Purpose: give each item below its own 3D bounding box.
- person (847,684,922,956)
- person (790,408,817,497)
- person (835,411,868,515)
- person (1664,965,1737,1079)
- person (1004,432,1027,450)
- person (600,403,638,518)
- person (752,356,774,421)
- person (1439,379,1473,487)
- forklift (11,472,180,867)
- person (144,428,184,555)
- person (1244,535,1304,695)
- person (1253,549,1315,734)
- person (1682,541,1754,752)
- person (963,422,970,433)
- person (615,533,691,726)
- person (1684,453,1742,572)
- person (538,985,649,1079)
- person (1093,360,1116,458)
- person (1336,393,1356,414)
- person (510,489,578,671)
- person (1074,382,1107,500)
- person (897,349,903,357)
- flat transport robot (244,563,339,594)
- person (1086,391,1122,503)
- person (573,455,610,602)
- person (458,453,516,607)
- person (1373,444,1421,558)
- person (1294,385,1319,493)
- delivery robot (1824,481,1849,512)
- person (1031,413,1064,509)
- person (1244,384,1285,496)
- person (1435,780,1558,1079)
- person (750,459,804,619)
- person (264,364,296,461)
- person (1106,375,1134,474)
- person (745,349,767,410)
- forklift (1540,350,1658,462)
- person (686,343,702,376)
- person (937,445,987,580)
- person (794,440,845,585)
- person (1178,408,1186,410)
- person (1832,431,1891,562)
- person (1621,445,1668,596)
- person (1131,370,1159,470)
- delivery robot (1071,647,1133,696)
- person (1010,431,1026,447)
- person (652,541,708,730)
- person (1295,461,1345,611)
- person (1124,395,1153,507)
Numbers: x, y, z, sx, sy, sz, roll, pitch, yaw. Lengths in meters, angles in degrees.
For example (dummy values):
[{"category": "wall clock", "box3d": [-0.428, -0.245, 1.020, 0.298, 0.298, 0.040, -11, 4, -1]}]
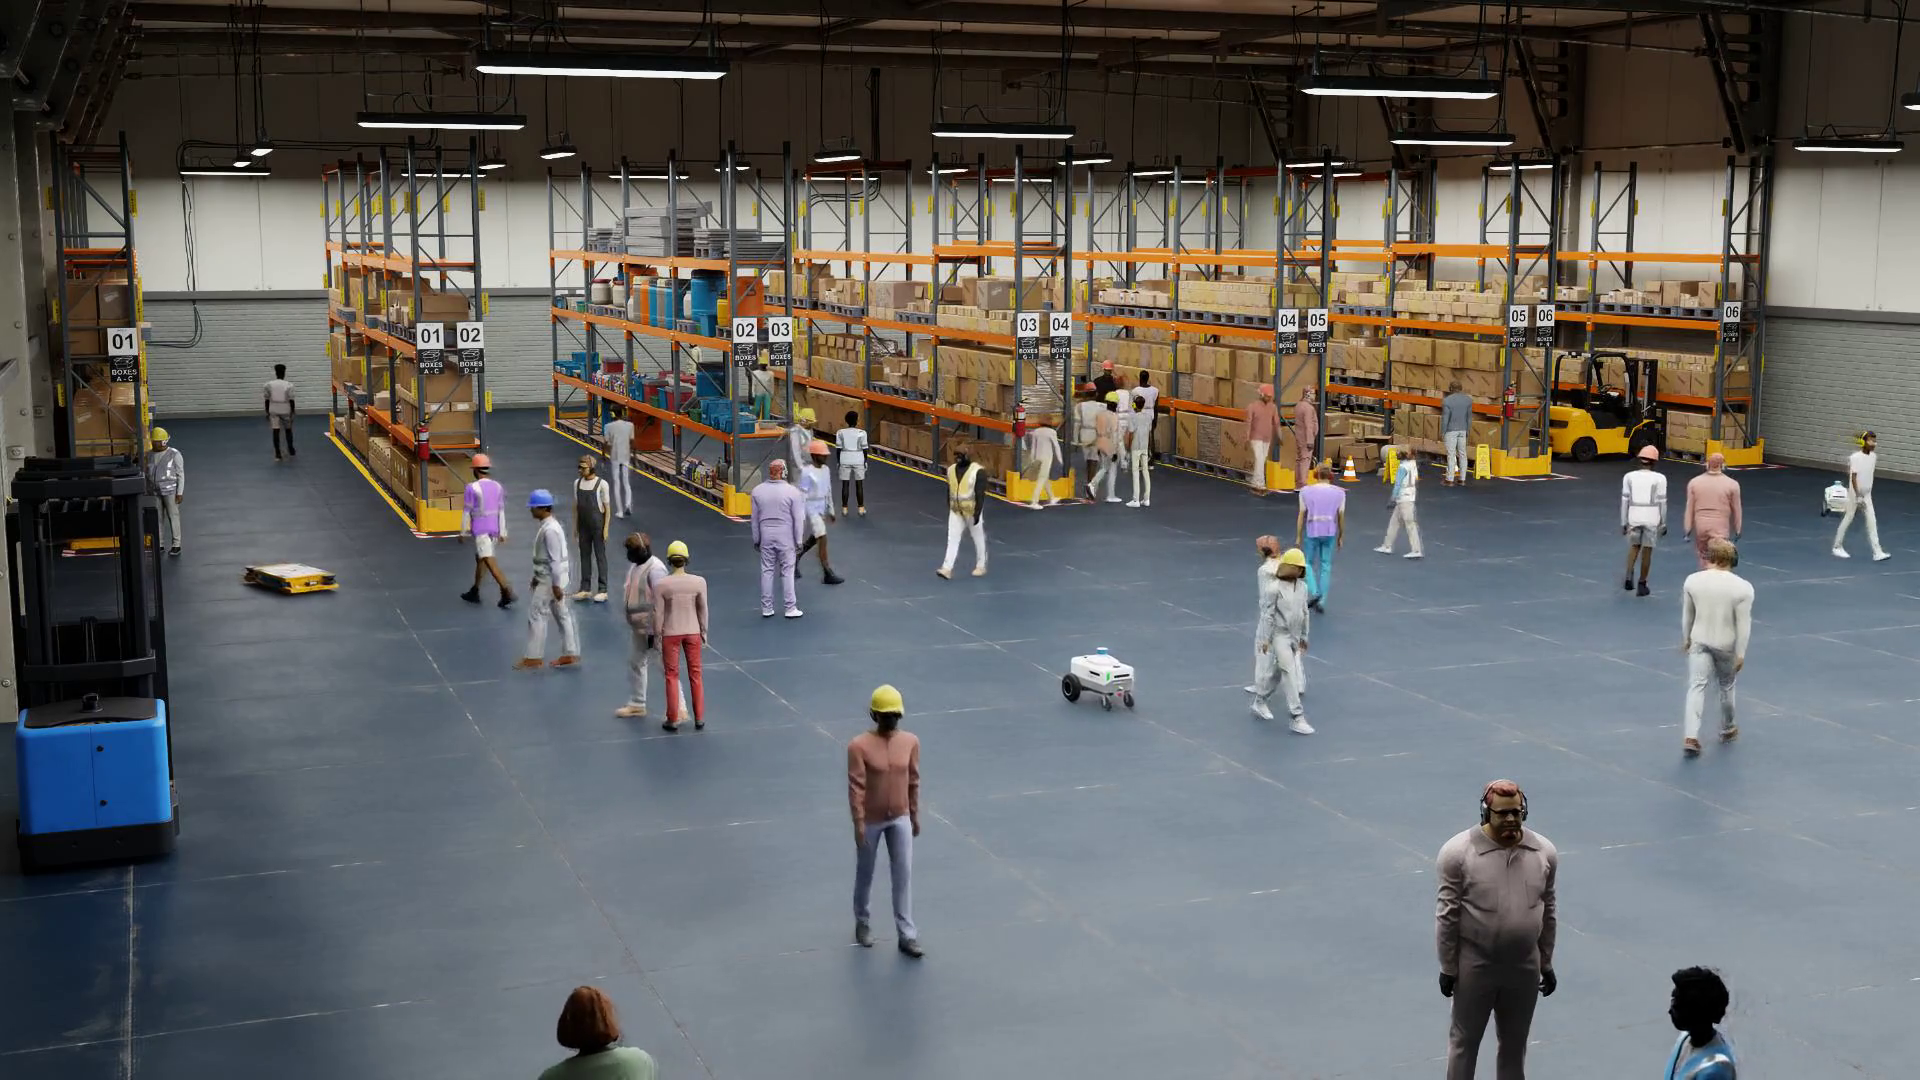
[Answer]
[{"category": "person", "box3d": [-0.478, 1.792, 13.565, 0.532, 1.761, 0.469, -4, 9, -24]}, {"category": "person", "box3d": [-2.468, -1.221, 33.491, 0.629, 1.785, 0.613, 4, 10, 27]}, {"category": "person", "box3d": [-1.749, -1.249, 33.966, 0.540, 1.698, 0.317, 1, 9, 5]}, {"category": "person", "box3d": [2.924, 2.562, 8.598, 0.656, 1.671, 0.558, 1, 9, 7]}, {"category": "person", "box3d": [1.074, -2.312, 41.491, 0.514, 1.597, 0.807, -8, 12, -42]}, {"category": "person", "box3d": [-5.483, -1.283, 33.729, 0.570, 1.842, 0.433, -4, 9, -22]}, {"category": "person", "box3d": [-4.484, -3.324, 47.642, 0.533, 1.747, 0.715, -2, 9, -15]}, {"category": "person", "box3d": [8.935, -1.936, 37.778, 0.627, 1.934, 0.370, -3, 9, -19]}, {"category": "forklift", "box3d": [-6.630, 0.886, 15.957, 1.129, 2.768, 1.873, -3, 9, -21]}, {"category": "person", "box3d": [-11.359, -0.694, 29.843, 0.599, 1.824, 0.404, 2, 9, 12]}, {"category": "person", "box3d": [3.189, 0.759, 20.926, 0.589, 1.609, 0.533, 8, 12, 42]}, {"category": "person", "box3d": [3.040, 0.904, 19.645, 0.486, 1.696, 0.920, -6, 11, -36]}, {"category": "person", "box3d": [6.745, 0.945, 18.721, 0.637, 1.894, 1.013, 6, 10, 34]}, {"category": "person", "box3d": [0.175, -2.791, 43.285, 0.635, 1.988, 1.042, -3, 9, -21]}, {"category": "person", "box3d": [-2.951, 0.825, 19.818, 0.459, 1.820, 0.677, -5, 10, -32]}, {"category": "person", "box3d": [9.389, -0.155, 26.150, 0.659, 1.869, 0.959, 6, 11, 36]}, {"category": "person", "box3d": [-1.485, 2.611, 8.615, 0.517, 1.581, 0.871, -5, 10, -32]}, {"category": "person", "box3d": [2.975, -2.655, 42.367, 0.621, 1.989, 0.398, -3, 9, -20]}, {"category": "person", "box3d": [8.904, -3.386, 48.215, 0.541, 1.699, 0.315, -3, 9, -21]}, {"category": "person", "box3d": [-4.440, 0.420, 22.096, 0.821, 1.915, 0.623, -1, 9, -7]}, {"category": "person", "box3d": [2.337, -1.720, 36.151, 0.659, 1.983, 0.989, 4, 9, 24]}, {"category": "person", "box3d": [-1.435, -3.466, 48.224, 0.605, 1.850, 0.808, -5, 10, -31]}, {"category": "flat transport robot", "box3d": [-8.716, 0.488, 27.268, 0.652, 0.197, 1.431, -8, 11, -41]}, {"category": "person", "box3d": [2.455, -1.569, 35.400, 0.568, 1.905, 0.603, -5, 10, -32]}, {"category": "person", "box3d": [-4.607, -0.151, 26.170, 0.506, 1.842, 0.342, 4, 9, 24]}, {"category": "person", "box3d": [-5.840, -0.127, 25.897, 1.009, 1.888, 0.536, 6, 10, 33]}, {"category": "person", "box3d": [6.191, -0.549, 29.610, 0.790, 1.605, 0.526, 3, 9, 19]}, {"category": "person", "box3d": [6.076, -1.757, 36.669, 0.399, 1.908, 0.643, -1, 9, -7]}, {"category": "delivery robot", "box3d": [14.255, -0.714, 34.027, 0.477, 0.478, 0.707, 3, 9, 18]}, {"category": "person", "box3d": [1.442, -1.319, 34.792, 0.843, 1.588, 0.509, -8, 11, -41]}, {"category": "person", "box3d": [5.313, -1.727, 36.348, 0.607, 1.935, 0.947, -5, 10, -29]}, {"category": "person", "box3d": [2.733, 2.148, 10.632, 0.642, 1.908, 0.407, -1, 9, -9]}, {"category": "person", "box3d": [-2.168, -0.018, 25.073, 0.652, 1.906, 0.402, 3, 9, 17]}, {"category": "person", "box3d": [-13.638, -2.573, 42.050, 0.632, 1.911, 0.982, -1, 9, -8]}, {"category": "person", "box3d": [2.948, -2.213, 39.859, 0.586, 1.850, 0.847, -6, 11, -36]}, {"category": "person", "box3d": [-5.186, -4.345, 53.621, 0.673, 2.000, 0.535, 2, 9, 13]}, {"category": "forklift", "box3d": [12.897, -2.725, 42.309, 2.313, 2.155, 1.214, -3, 9, -21]}, {"category": "person", "box3d": [-6.937, -4.411, 54.608, 0.404, 1.830, 0.602, 1, 9, 4]}, {"category": "person", "box3d": [0.056, -0.368, 27.835, 0.628, 1.789, 0.984, 5, 10, 30]}, {"category": "person", "box3d": [-1.957, -0.391, 27.605, 0.946, 1.904, 0.566, 5, 10, 28]}, {"category": "person", "box3d": [4.885, -2.962, 44.999, 0.632, 1.822, 0.778, -3, 9, -21]}, {"category": "person", "box3d": [12.662, -0.622, 29.388, 0.502, 1.822, 0.964, -3, 9, -20]}, {"category": "person", "box3d": [8.708, -0.256, 26.641, 0.546, 1.915, 0.410, 6, 11, 36]}, {"category": "person", "box3d": [3.544, -2.300, 40.248, 0.588, 1.920, 0.392, -4, 9, -25]}, {"category": "delivery robot", "box3d": [1.397, 1.302, 20.589, 0.477, 0.478, 0.707, -5, 10, -29]}, {"category": "person", "box3d": [1.189, -2.635, 42.383, 0.614, 1.945, 0.401, 7, 11, 39]}, {"category": "person", "box3d": [-2.611, 0.885, 19.522, 0.531, 1.765, 0.327, -3, 9, -20]}, {"category": "person", "box3d": [4.381, -0.041, 25.461, 0.607, 1.831, 0.444, -1, 9, -4]}, {"category": "person", "box3d": [2.984, -1.485, 35.006, 0.519, 1.862, 0.326, -5, 10, -31]}]
